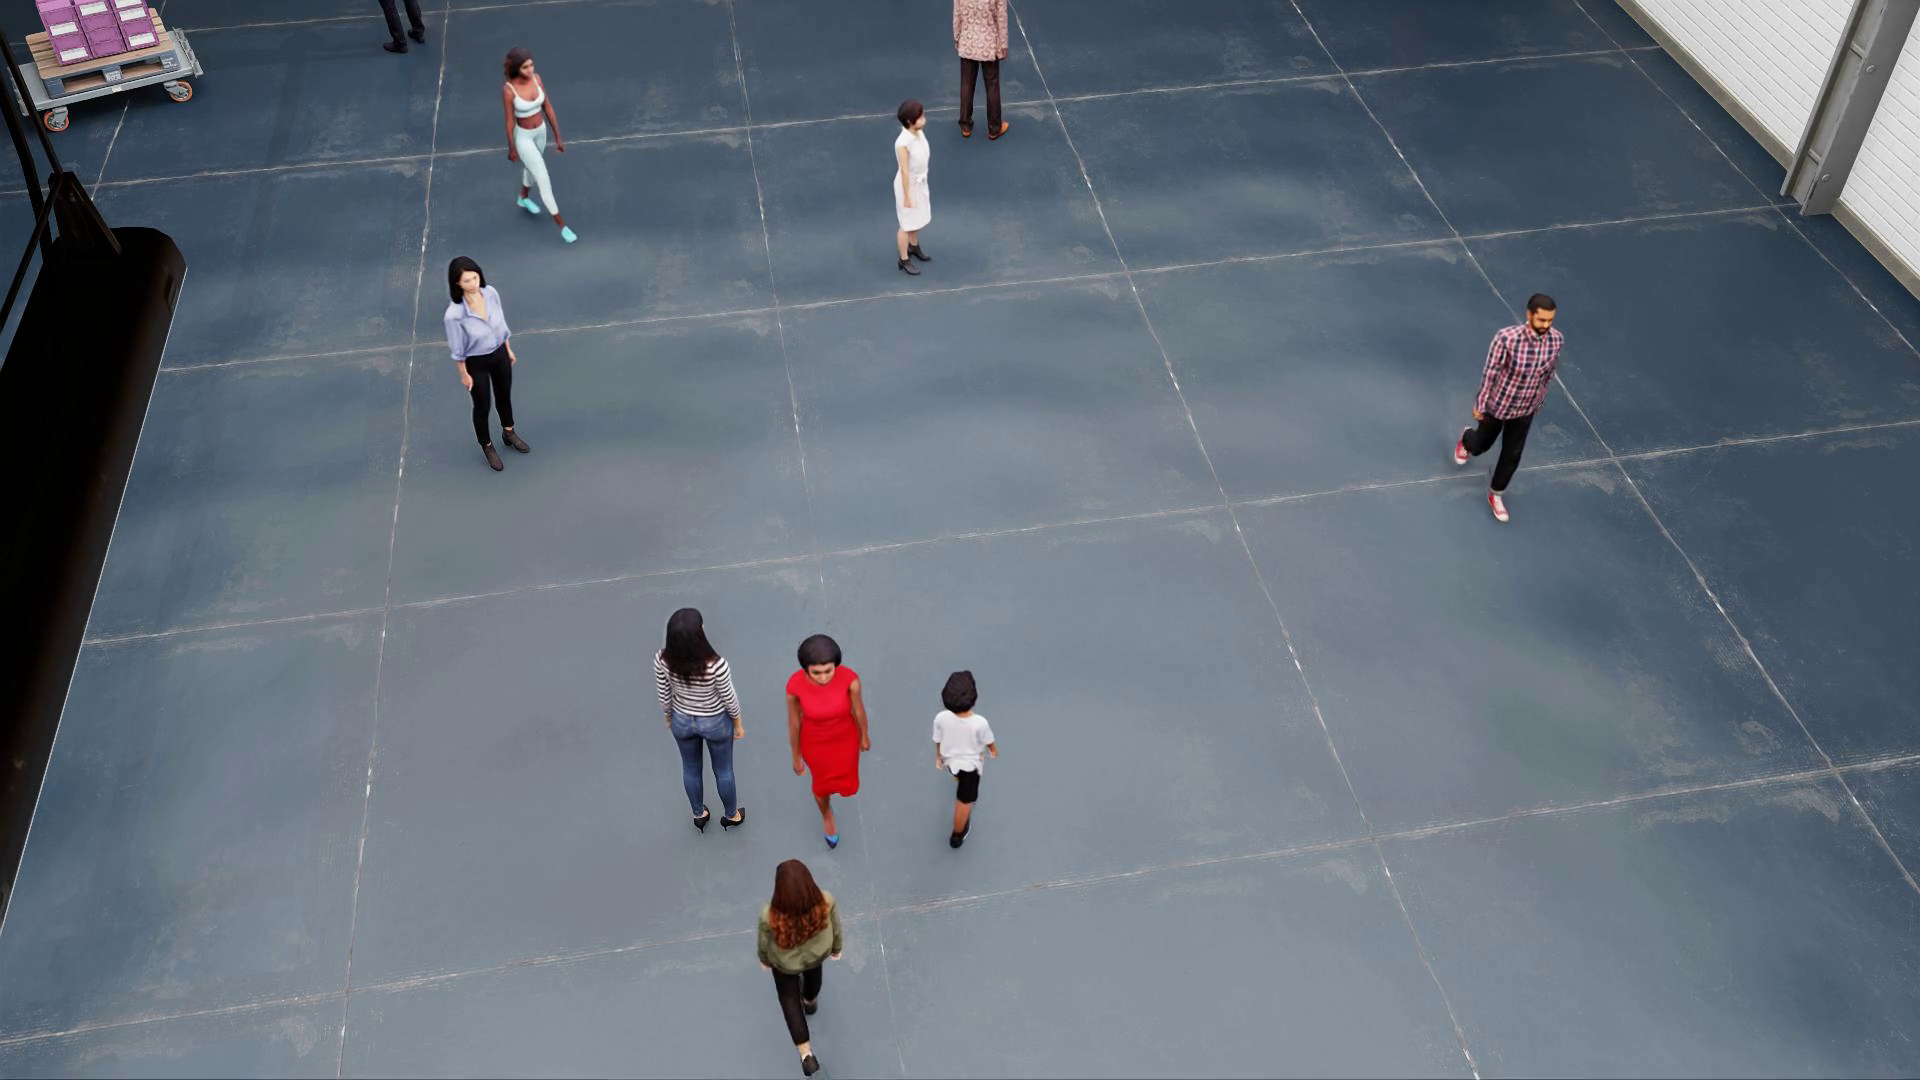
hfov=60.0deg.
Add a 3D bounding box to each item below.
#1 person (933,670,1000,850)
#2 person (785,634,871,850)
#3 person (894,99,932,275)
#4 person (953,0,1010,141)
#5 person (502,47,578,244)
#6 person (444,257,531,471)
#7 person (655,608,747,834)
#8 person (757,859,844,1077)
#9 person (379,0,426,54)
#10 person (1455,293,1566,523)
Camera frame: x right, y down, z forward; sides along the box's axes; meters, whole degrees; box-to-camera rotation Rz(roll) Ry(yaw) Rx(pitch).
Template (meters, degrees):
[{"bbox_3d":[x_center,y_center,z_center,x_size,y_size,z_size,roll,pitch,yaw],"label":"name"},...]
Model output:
[{"bbox_3d":[0.009,1.293,9.572,0.732,1.222,0.929,11,45,11],"label":"person"},{"bbox_3d":[-0.753,1.081,9.427,0.622,1.729,0.744,-6,44,-6],"label":"person"},{"bbox_3d":[-0.411,-2.928,13.762,0.699,1.554,0.594,12,45,12],"label":"person"},{"bbox_3d":[0.188,-4.556,15.288,0.767,1.806,0.765,13,45,14],"label":"person"},{"bbox_3d":[-3.696,-3.426,14.197,1.179,1.676,1.041,32,52,29],"label":"person"},{"bbox_3d":[-3.390,-1.278,11.893,0.773,1.743,0.729,29,51,27],"label":"person"},{"bbox_3d":[-1.462,1.046,9.415,0.645,1.796,0.588,5,44,5],"label":"person"},{"bbox_3d":[-0.801,2.163,8.488,0.660,1.457,0.935,-12,45,-12],"label":"person"},{"bbox_3d":[-5.721,-5.784,16.552,0.859,1.840,0.787,24,49,23],"label":"person"},{"bbox_3d":[3.808,-1.002,11.603,0.771,1.744,1.019,-2,44,-2],"label":"person"}]
